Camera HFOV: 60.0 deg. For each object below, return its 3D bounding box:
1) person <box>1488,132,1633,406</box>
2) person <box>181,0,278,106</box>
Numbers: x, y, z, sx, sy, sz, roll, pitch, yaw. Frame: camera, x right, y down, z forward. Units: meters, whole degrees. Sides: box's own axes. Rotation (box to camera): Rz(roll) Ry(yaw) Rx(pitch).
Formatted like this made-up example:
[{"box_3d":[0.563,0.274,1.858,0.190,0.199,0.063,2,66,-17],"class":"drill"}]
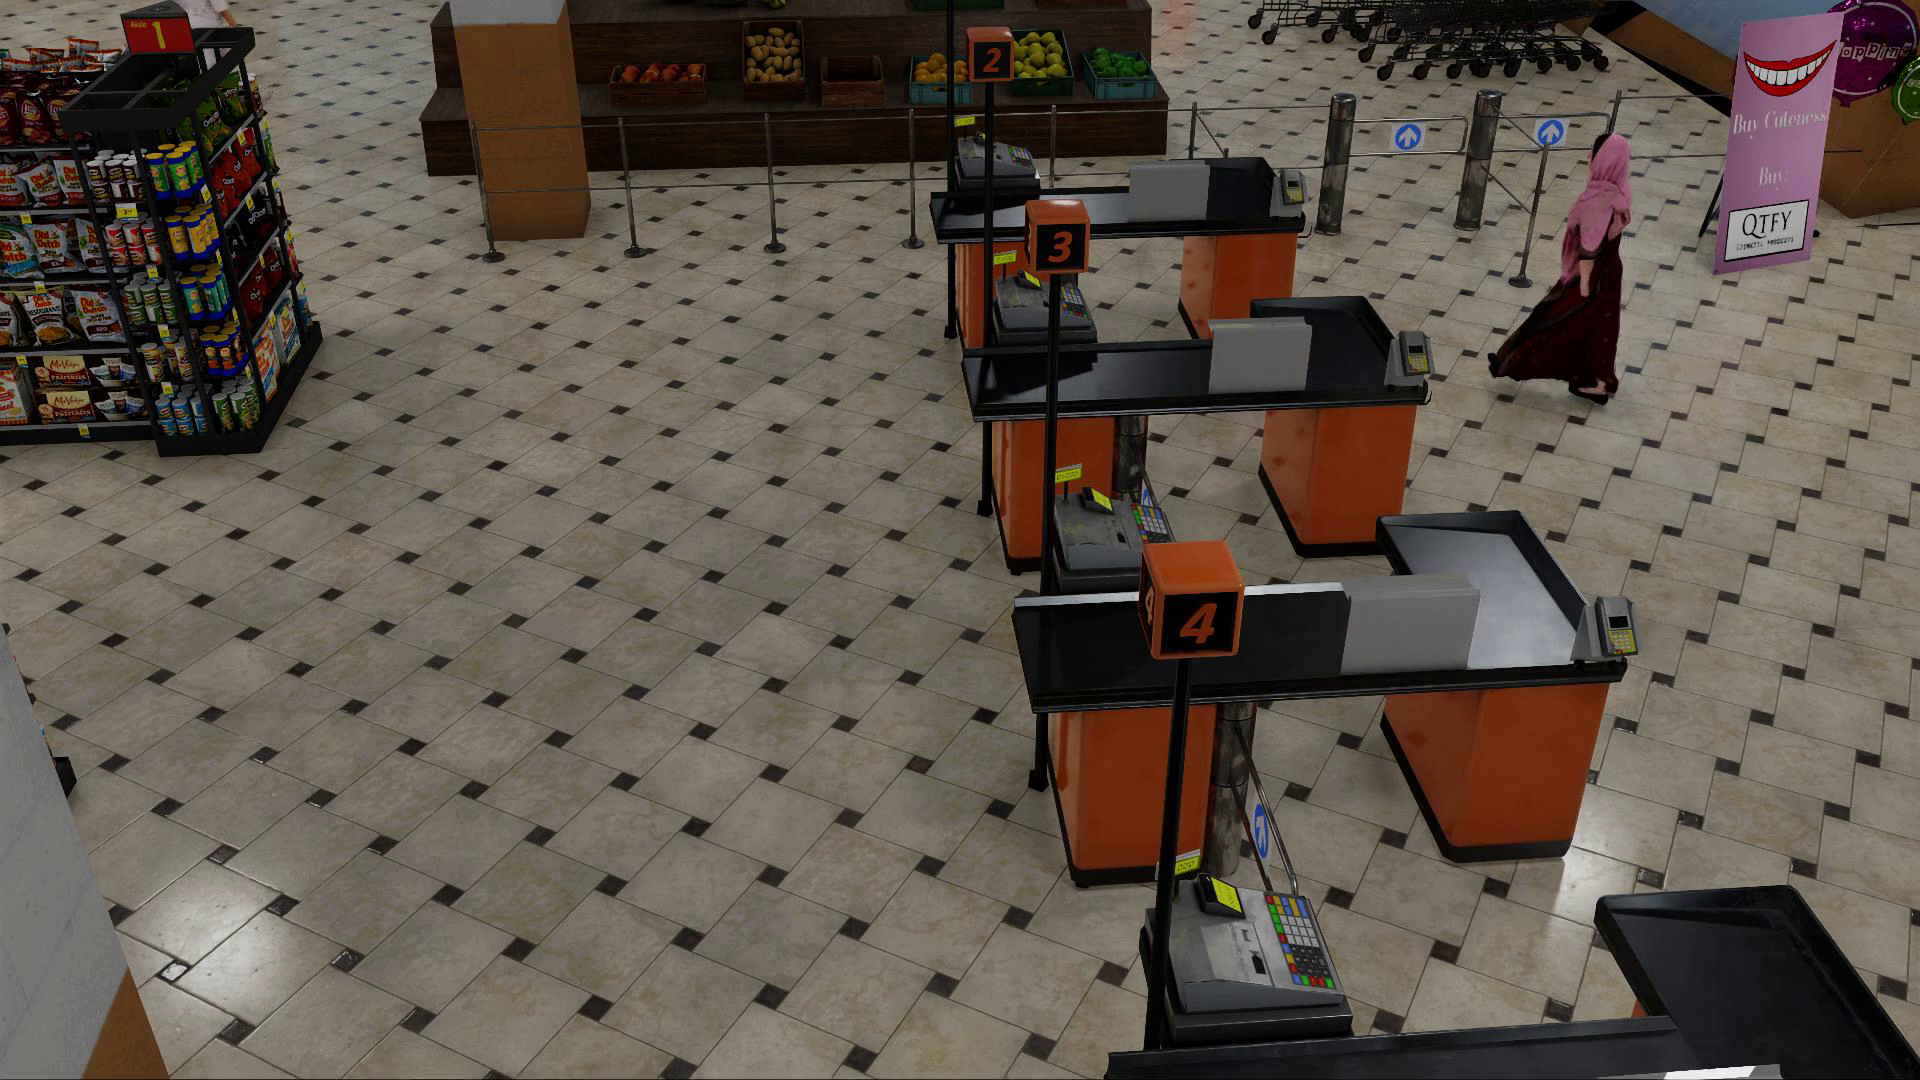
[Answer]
[{"box_3d":[3.715,-1.524,9.594,1.077,1.601,1.034,26,40,35],"class":"person"},{"box_3d":[-6.425,-4.303,14.017,1.126,1.647,1.017,-27,41,-36],"class":"person"}]
